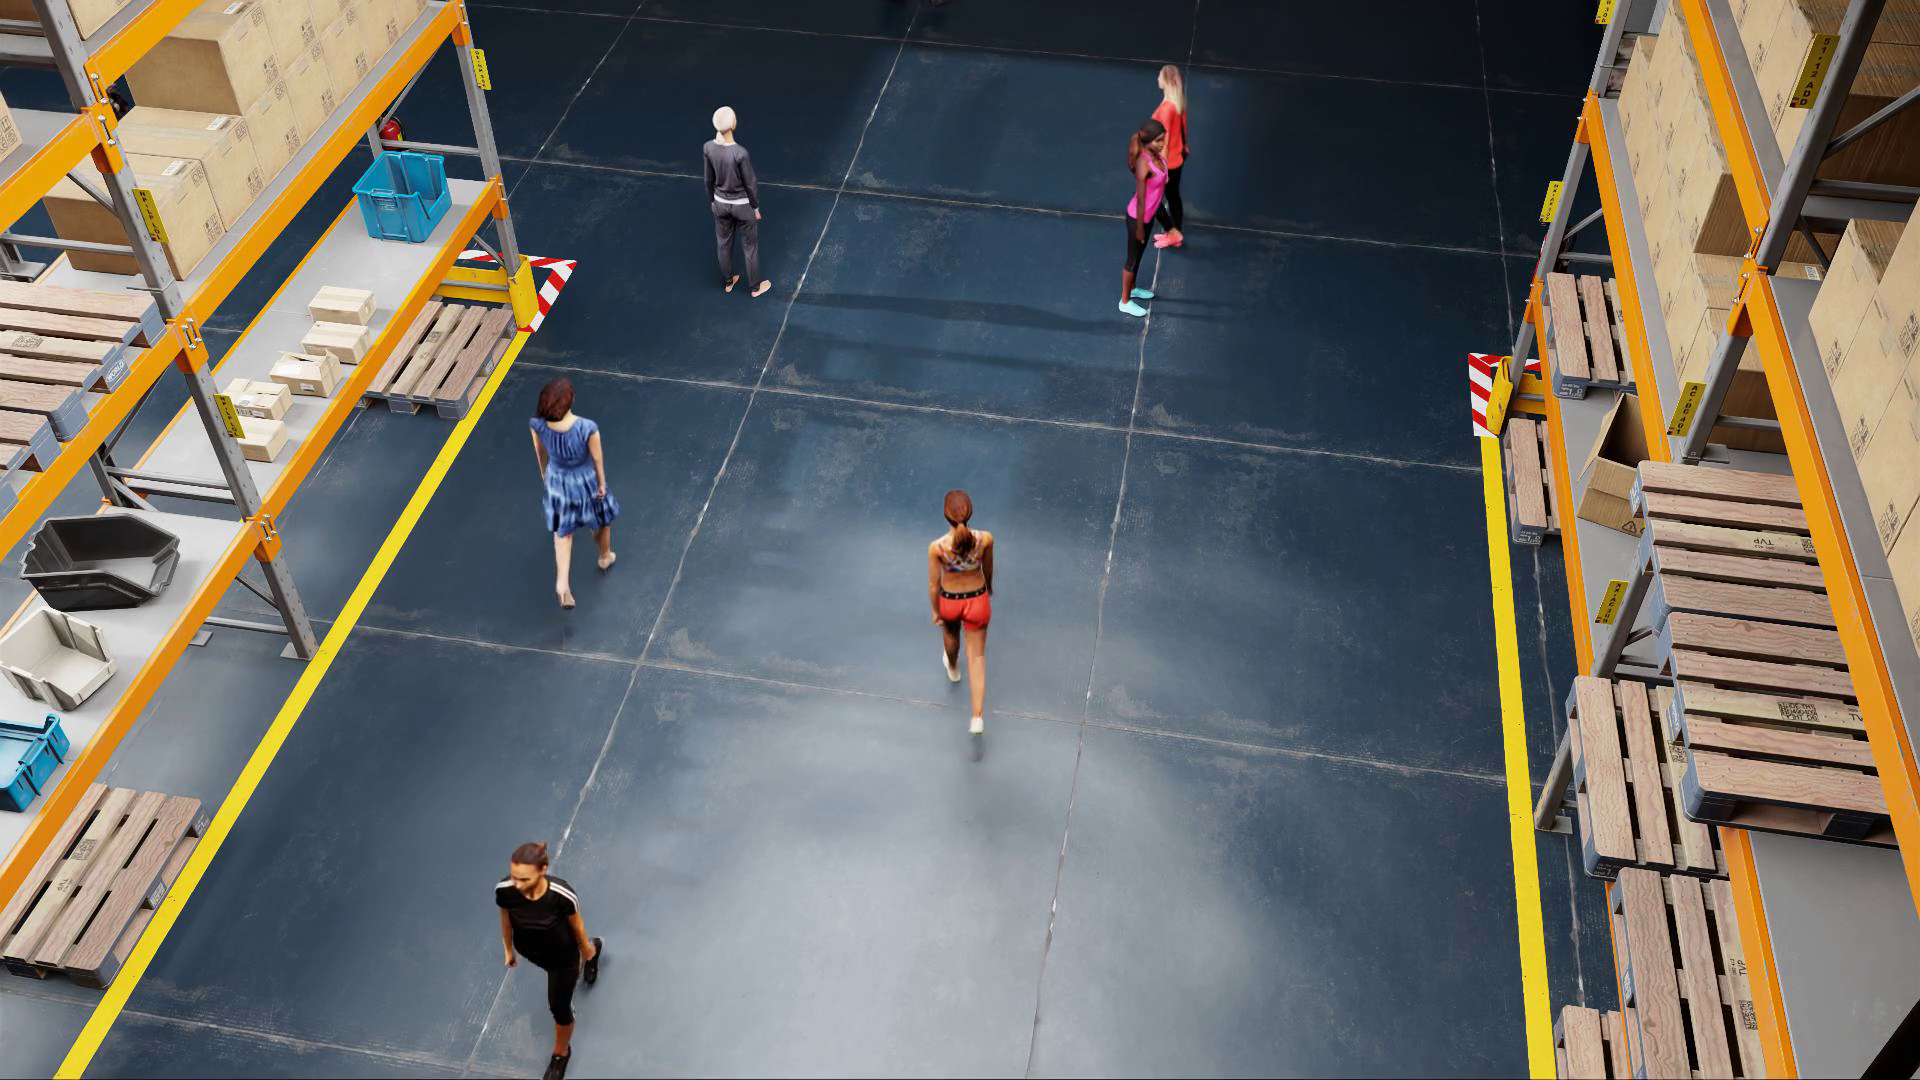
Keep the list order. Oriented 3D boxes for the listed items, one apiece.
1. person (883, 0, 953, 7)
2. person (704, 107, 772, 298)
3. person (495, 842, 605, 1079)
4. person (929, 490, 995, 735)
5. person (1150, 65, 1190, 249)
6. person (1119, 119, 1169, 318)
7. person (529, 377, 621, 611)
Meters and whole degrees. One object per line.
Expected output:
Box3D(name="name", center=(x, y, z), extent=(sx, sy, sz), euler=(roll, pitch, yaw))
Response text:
Box3D(name="person", center=(-0.639, -6.506, 17.525), extent=(1.044, 1.836, 1.075), euler=(-7, 44, -8))
Box3D(name="person", center=(-1.861, -2.784, 13.699), extent=(0.634, 1.727, 0.569), euler=(14, 45, 14))
Box3D(name="person", center=(-2.115, 2.052, 8.688), extent=(0.660, 1.635, 1.108), euler=(11, 45, 11))
Box3D(name="person", center=(0.041, 0.460, 10.270), extent=(0.780, 1.759, 1.162), euler=(-4, 44, -4))
Box3D(name="person", center=(1.850, -3.212, 14.189), extent=(0.761, 1.670, 0.674), euler=(18, 46, 18))
Box3D(name="person", center=(1.483, -2.646, 13.555), extent=(0.658, 1.725, 0.541), euler=(15, 46, 16))
Box3D(name="person", center=(-2.568, -0.281, 11.028), extent=(0.719, 1.786, 1.039), euler=(3, 44, 3))
